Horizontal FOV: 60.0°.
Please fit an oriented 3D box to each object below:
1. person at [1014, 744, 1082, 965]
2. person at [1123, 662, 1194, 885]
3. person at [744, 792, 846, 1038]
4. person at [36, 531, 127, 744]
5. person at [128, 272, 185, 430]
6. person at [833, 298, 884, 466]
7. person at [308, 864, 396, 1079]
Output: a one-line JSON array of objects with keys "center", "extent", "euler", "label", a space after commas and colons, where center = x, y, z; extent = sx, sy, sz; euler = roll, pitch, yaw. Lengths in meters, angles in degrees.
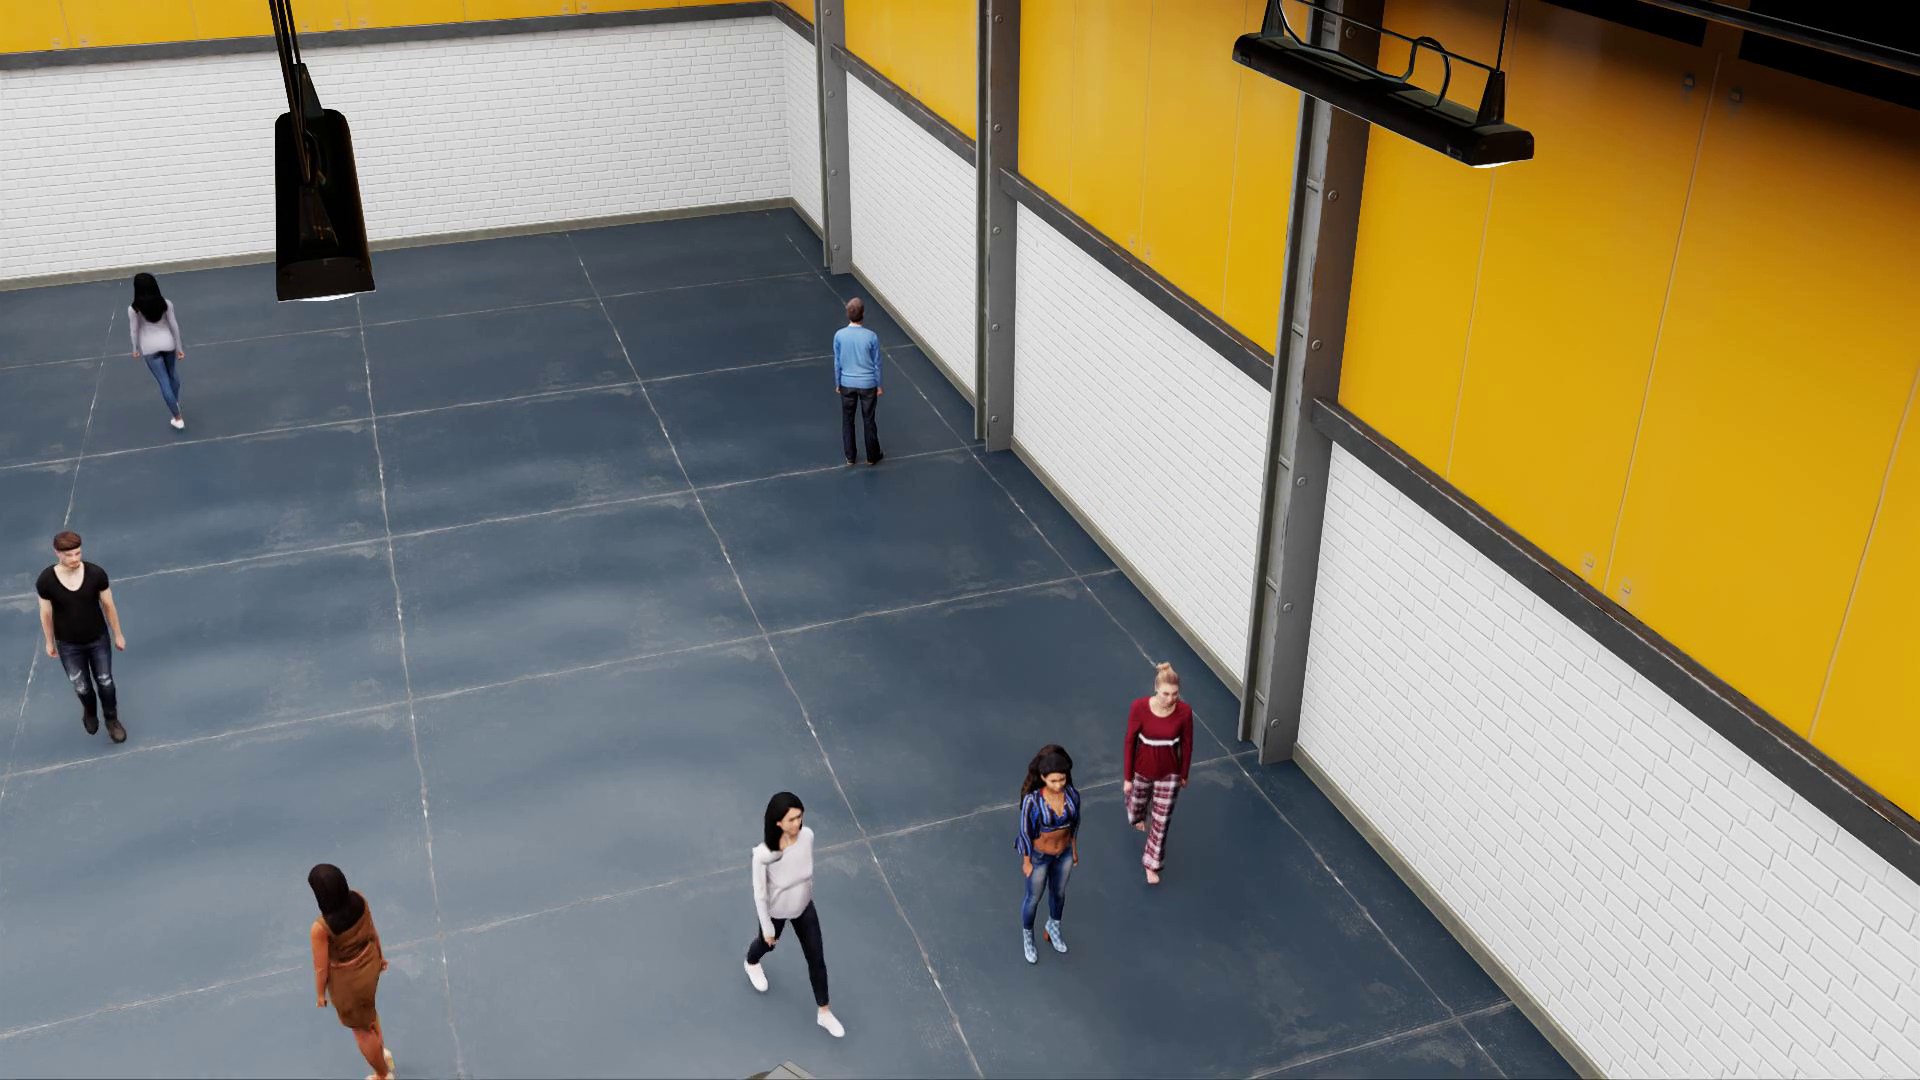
[{"center": [0.576, 2.027, 10.746], "extent": [0.599, 1.616, 0.544], "euler": [-11, 30, -19], "label": "person"}, {"center": [1.338, 1.564, 11.515], "extent": [0.819, 1.691, 0.963], "euler": [3, 29, 5], "label": "person"}, {"center": [-1.137, 2.247, 10.295], "extent": [0.861, 1.661, 1.200], "euler": [-20, 35, -32], "label": "person"}, {"center": [-6.803, 0.722, 12.872], "extent": [0.785, 1.870, 0.847], "euler": [-15, 32, -26], "label": "person"}, {"center": [-8.671, -2.026, 18.085], "extent": [0.865, 1.703, 1.096], "euler": [-24, 37, -37], "label": "person"}, {"center": [-1.055, -1.643, 17.260], "extent": [0.739, 1.820, 0.732], "euler": [4, 29, 7], "label": "person"}, {"center": [-3.455, 2.578, 9.673], "extent": [0.777, 1.676, 0.709], "euler": [10, 30, 17], "label": "person"}]
